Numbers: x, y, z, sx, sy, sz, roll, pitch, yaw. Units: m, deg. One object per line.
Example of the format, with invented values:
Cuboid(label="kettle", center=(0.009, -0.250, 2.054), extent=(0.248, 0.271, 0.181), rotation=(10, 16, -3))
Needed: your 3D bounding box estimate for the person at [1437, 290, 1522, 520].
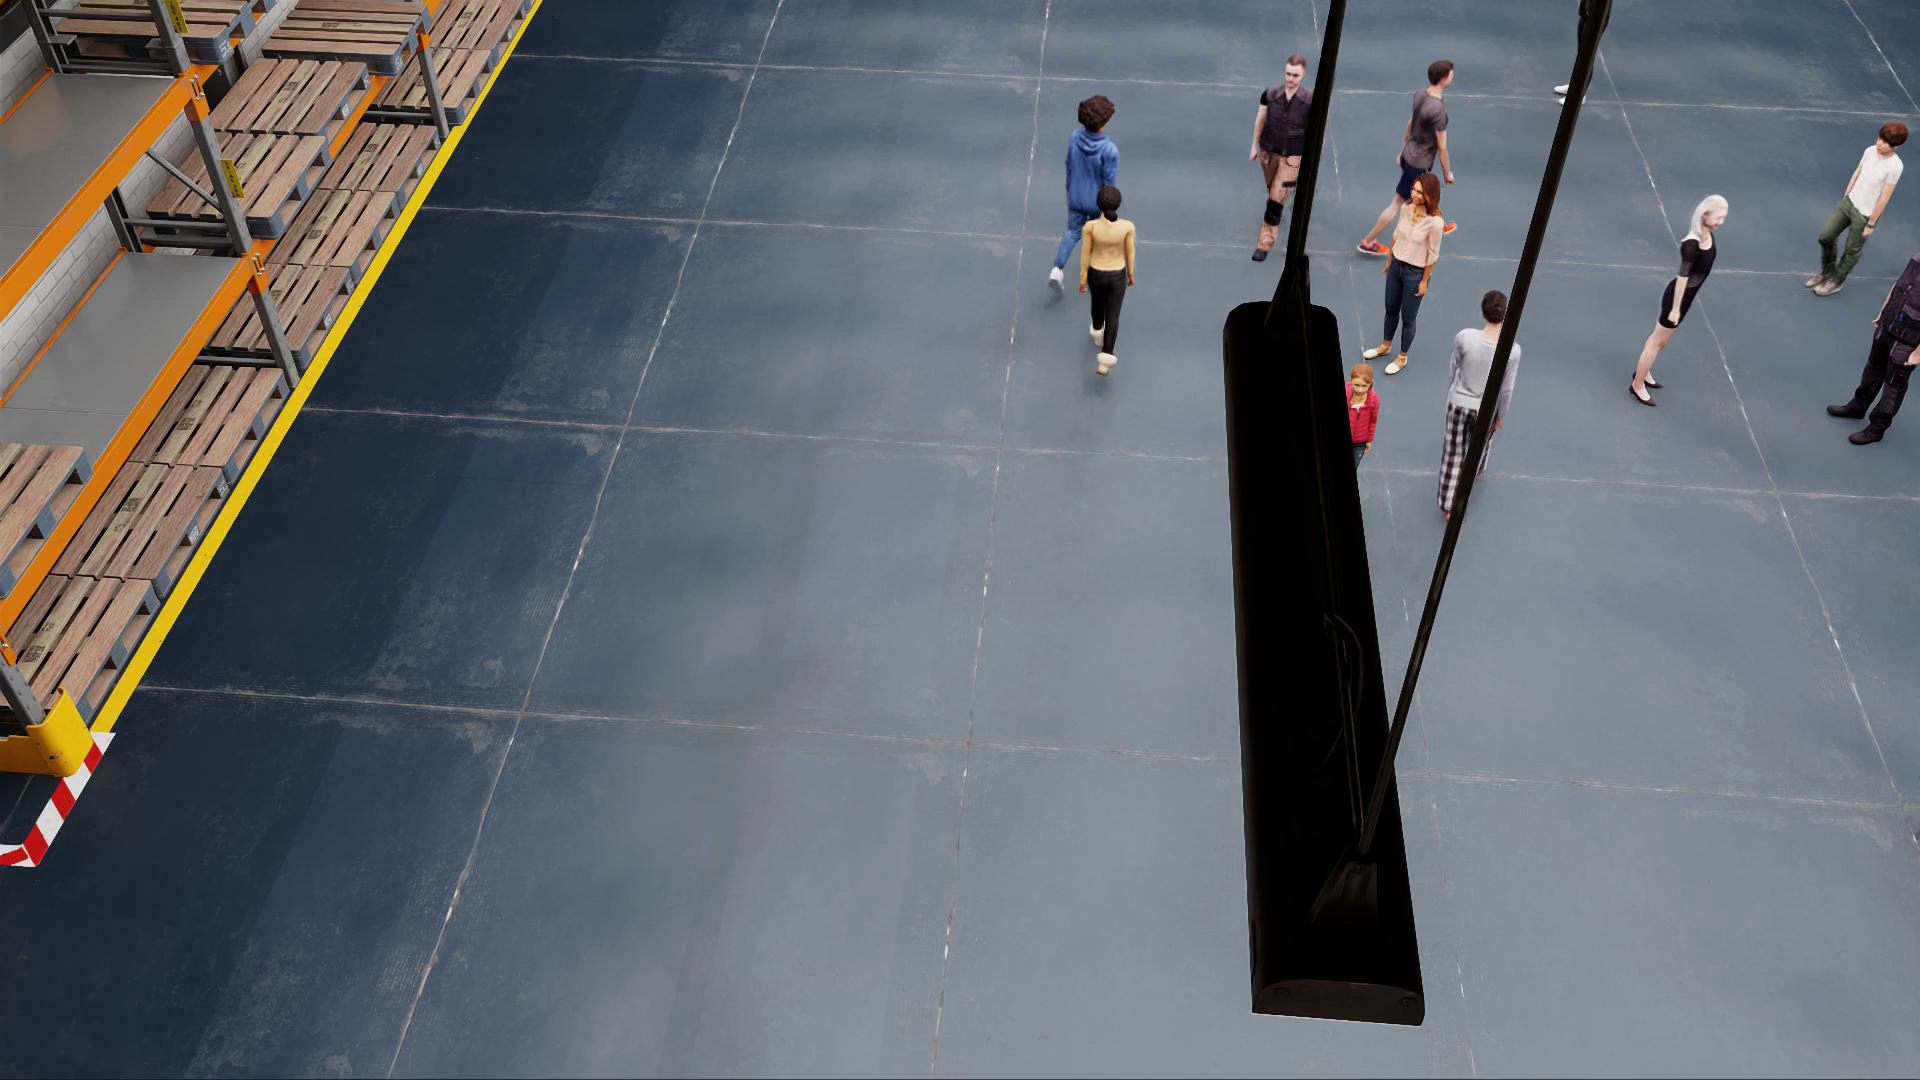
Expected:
Cuboid(label="person", center=(3.680, -0.915, 11.984), extent=(0.828, 1.812, 1.115), rotation=(17, 46, 17))

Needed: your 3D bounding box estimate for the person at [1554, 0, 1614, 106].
Cuboid(label="person", center=(6.294, -5.136, 16.507), extent=(0.664, 1.686, 0.448), rotation=(4, 44, 4))

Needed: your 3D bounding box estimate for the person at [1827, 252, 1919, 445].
Cuboid(label="person", center=(7.171, -1.559, 12.637), extent=(0.822, 1.845, 0.588), rotation=(-4, 44, -4))

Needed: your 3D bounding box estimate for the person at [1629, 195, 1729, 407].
Cuboid(label="person", center=(5.612, -1.890, 12.995), extent=(0.718, 1.830, 0.592), rotation=(22, 48, 22))

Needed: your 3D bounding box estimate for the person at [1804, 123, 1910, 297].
Cuboid(label="person", center=(7.690, -2.805, 14.086), extent=(0.760, 1.650, 0.673), rotation=(-16, 46, -16))

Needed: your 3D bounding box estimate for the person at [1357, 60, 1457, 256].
Cuboid(label="person", center=(3.892, -3.251, 14.445), extent=(0.901, 1.801, 1.181), rotation=(-5, 44, -5))

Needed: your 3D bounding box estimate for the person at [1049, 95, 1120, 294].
Cuboid(label="person", center=(1.048, -2.893, 14.078), extent=(1.010, 1.788, 1.171), rotation=(27, 50, 26))

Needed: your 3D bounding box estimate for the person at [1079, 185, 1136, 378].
Cuboid(label="person", center=(1.183, -2.060, 13.320), extent=(0.643, 1.628, 1.094), rotation=(7, 44, 7))

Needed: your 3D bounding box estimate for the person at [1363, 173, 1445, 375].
Cuboid(label="person", center=(3.594, -2.142, 13.287), extent=(0.731, 1.792, 0.651), rotation=(-25, 49, -24))

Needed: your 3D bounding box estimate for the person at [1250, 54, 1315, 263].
Cuboid(label="person", center=(2.867, -3.455, 14.667), extent=(1.024, 1.790, 1.315), rotation=(20, 47, 20))
